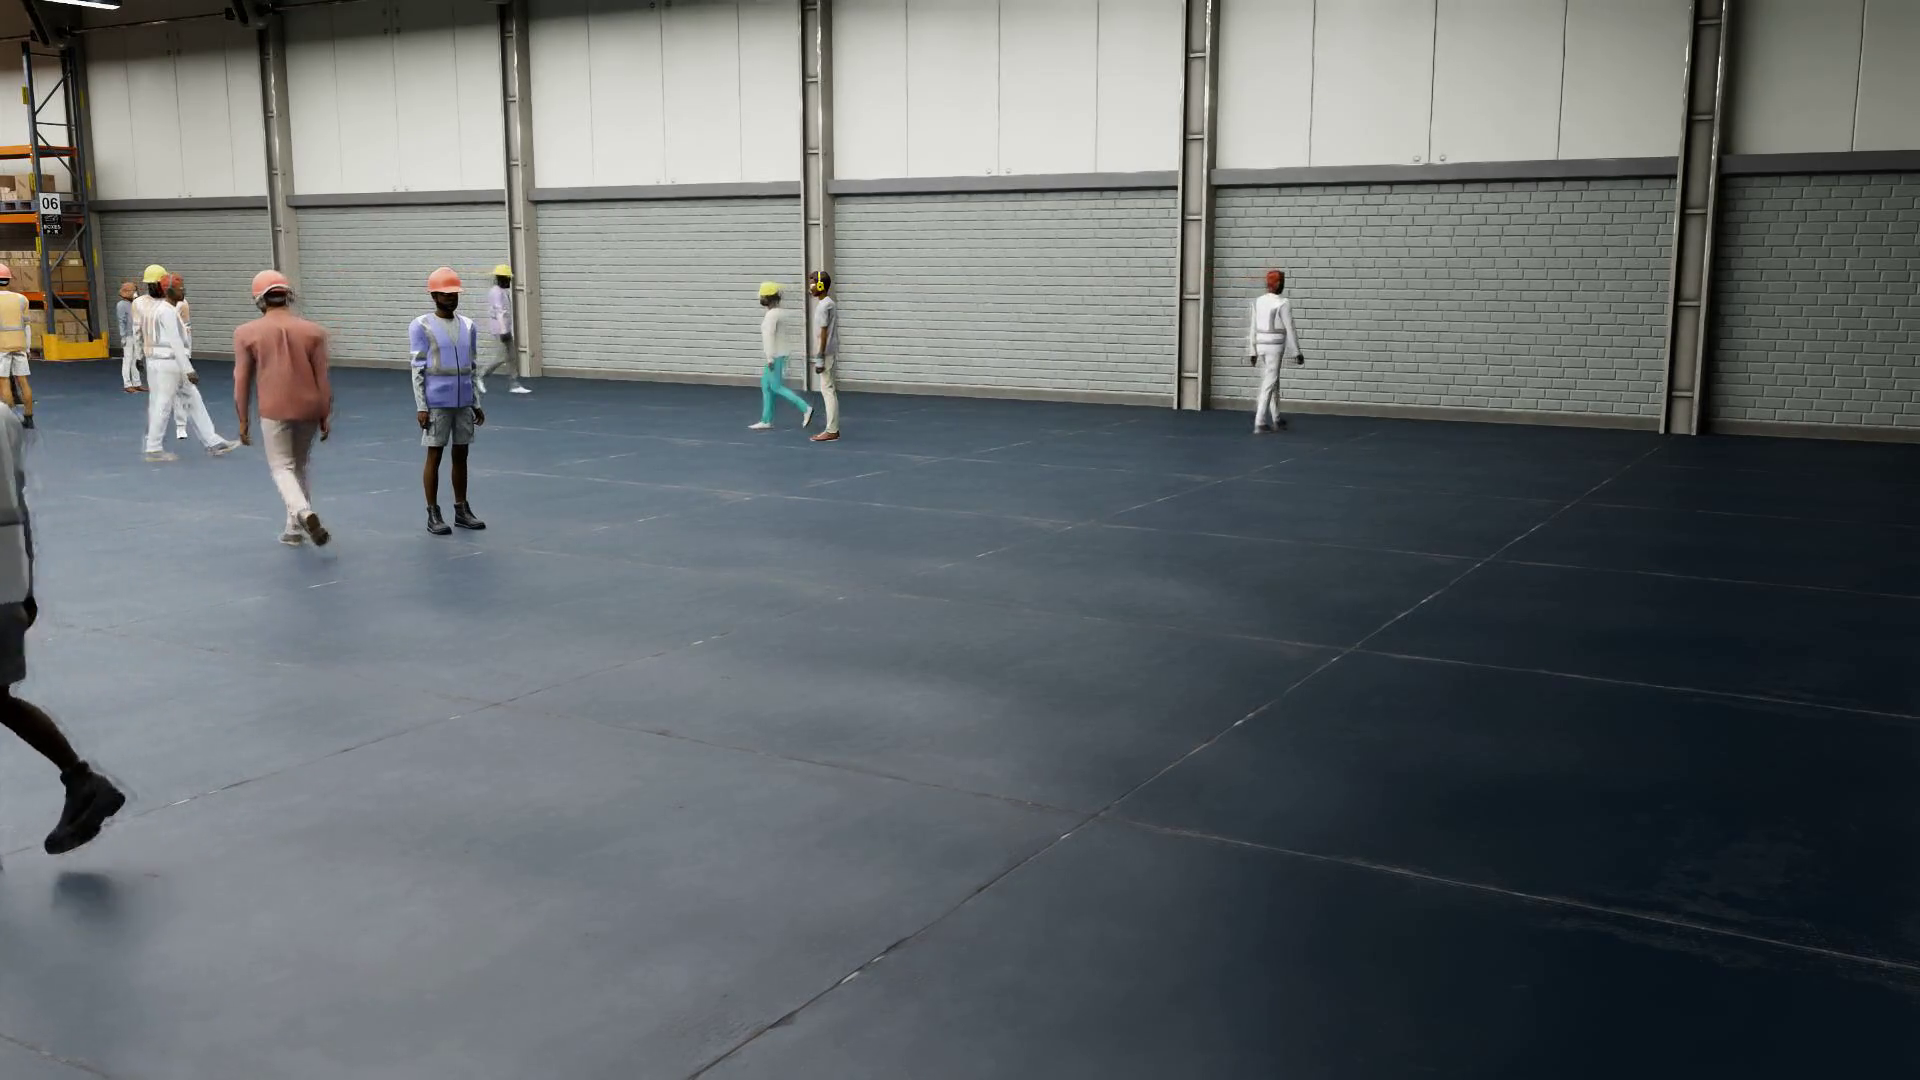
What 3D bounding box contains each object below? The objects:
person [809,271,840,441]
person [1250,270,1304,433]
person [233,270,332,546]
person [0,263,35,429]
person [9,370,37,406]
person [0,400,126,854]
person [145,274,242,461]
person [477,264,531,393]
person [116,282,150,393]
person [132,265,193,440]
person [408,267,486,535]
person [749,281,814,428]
[{"bbox_3d":[-1.490,-2.016,18.282,0.311,1.860,0.503,0,10,0],"label":"person"},{"bbox_3d":[3.686,-2.154,19.074,0.795,1.857,0.583,-5,11,-27],"label":"person"},{"bbox_3d":[-4.578,-0.867,11.348,0.622,1.946,0.852,-8,13,-39],"label":"person"},{"bbox_3d":[-11.049,-2.227,19.278,0.356,1.938,0.543,5,11,29],"label":"person"},{"bbox_3d":[-13.048,-2.764,22.459,0.975,1.930,0.601,0,10,-2],"label":"person"},{"bbox_3d":[-3.176,0.160,5.404,0.693,1.905,0.564,3,10,15],"label":"person"},{"bbox_3d":[-7.680,-1.706,16.511,0.966,1.836,0.589,-4,11,-23],"label":"person"},{"bbox_3d":[-6.739,-3.088,24.395,0.733,1.907,0.629,-1,10,-4],"label":"person"},{"bbox_3d":[-12.309,-3.007,24.739,0.269,1.631,0.509,1,10,9],"label":"person"},{"bbox_3d":[-8.809,-2.068,18.383,0.594,1.922,0.376,-3,10,-15],"label":"person"},{"bbox_3d":[-3.738,-1.016,12.189,0.360,1.939,0.543,8,13,39],"label":"person"},{"bbox_3d":[-2.092,-2.142,19.383,0.730,1.743,0.527,0,10,2],"label":"person"}]
